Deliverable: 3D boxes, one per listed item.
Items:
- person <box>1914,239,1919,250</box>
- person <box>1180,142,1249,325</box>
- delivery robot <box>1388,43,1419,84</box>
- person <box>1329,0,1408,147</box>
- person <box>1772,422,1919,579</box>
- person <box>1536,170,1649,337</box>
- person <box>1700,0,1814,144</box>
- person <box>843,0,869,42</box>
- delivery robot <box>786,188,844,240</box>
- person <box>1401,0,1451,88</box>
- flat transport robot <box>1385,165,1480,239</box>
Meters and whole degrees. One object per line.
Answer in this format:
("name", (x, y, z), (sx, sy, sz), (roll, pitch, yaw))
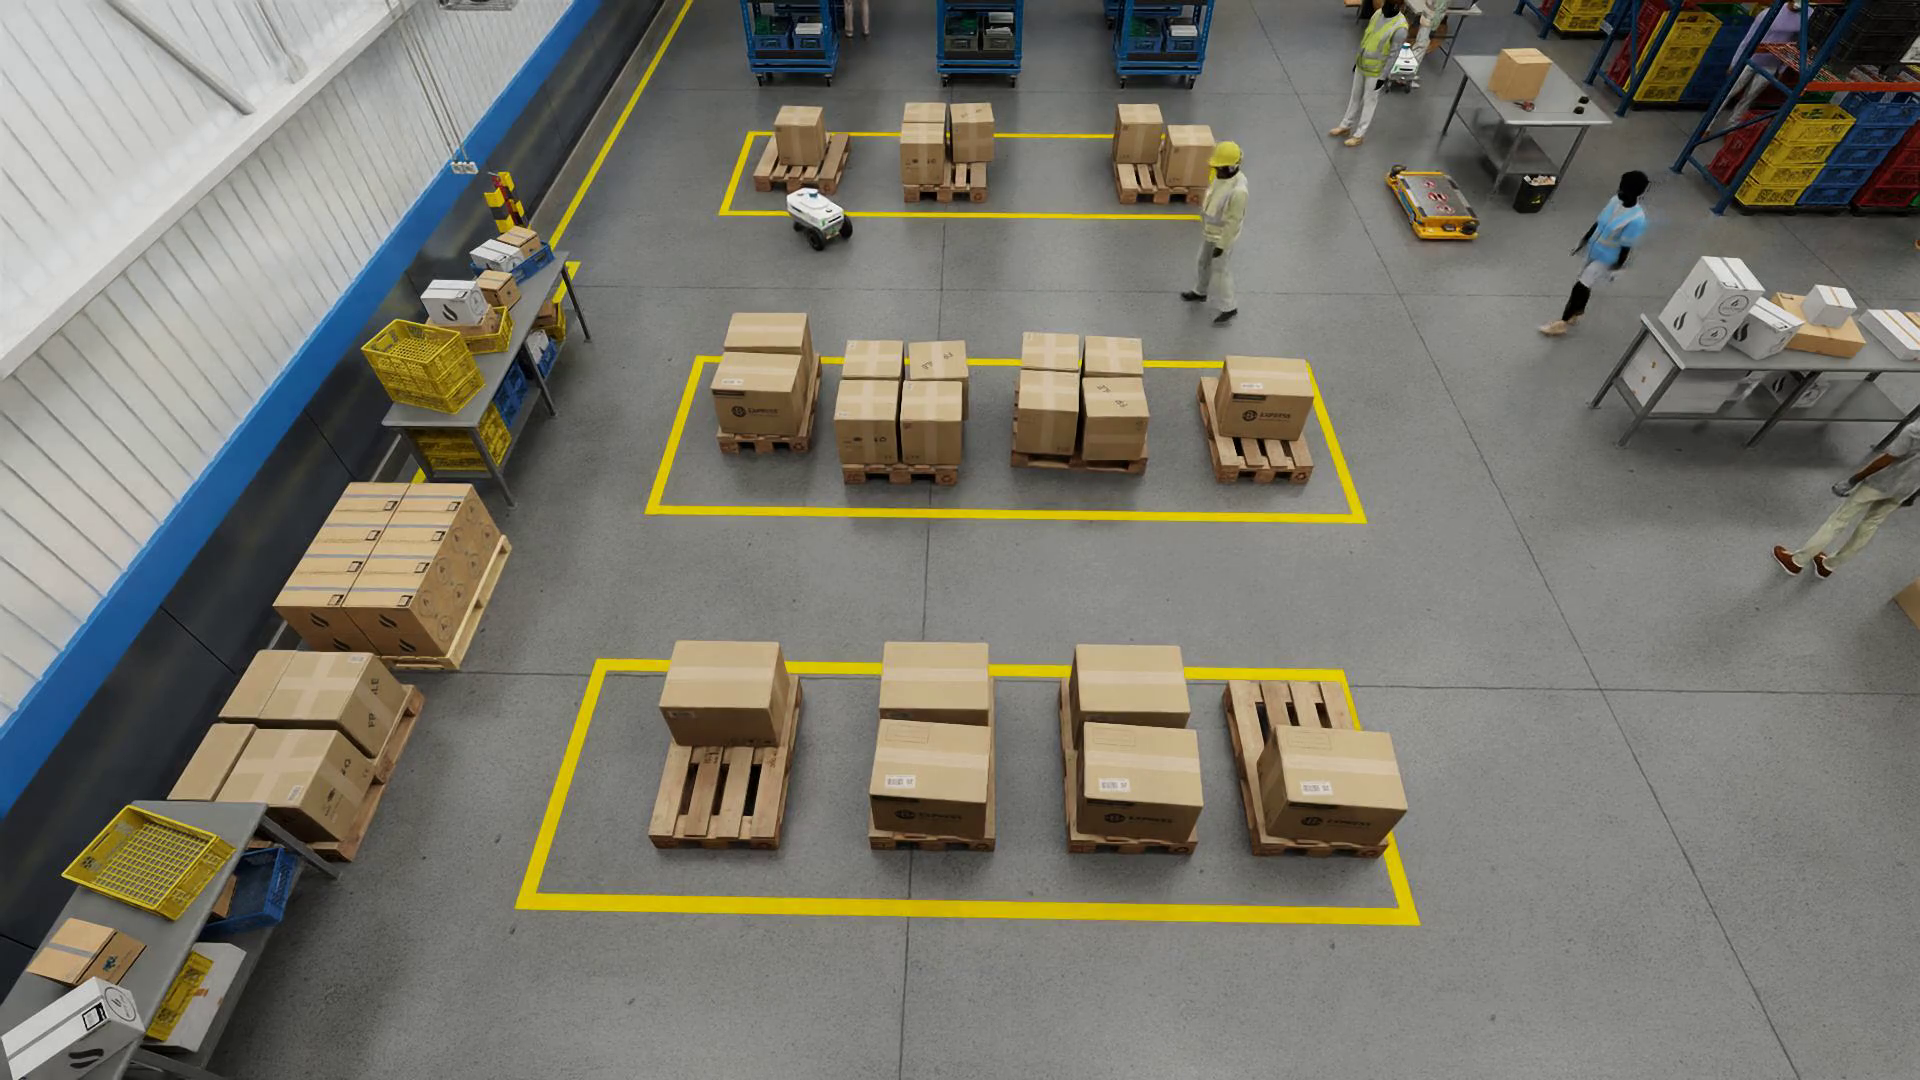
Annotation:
("person", (11.244, -3.934, 9.860), (0.572, 1.886, 0.356), (10, 50, 8))
("person", (2.637, -3.066, 9.164), (0.540, 1.806, 0.762), (-6, 49, -5))
("delivery robot", (6.373, -6.919, 13.258), (0.477, 0.478, 0.707), (4, 49, 4))
("person", (5.240, -6.008, 11.683), (0.429, 1.846, 0.627), (-15, 51, -13))
("person", (6.878, -0.408, 6.817), (0.520, 1.873, 0.328), (11, 50, 9))
("person", (6.232, -2.784, 9.008), (0.619, 1.658, 0.592), (0, 49, 0))
("person", (10.161, -6.049, 11.663), (0.636, 1.934, 0.374), (15, 51, 12))
("person", (-1.607, -8.667, 13.900), (0.622, 1.979, 0.409), (-18, 52, -15))
("delivery robot", (-1.669, -3.794, 10.553), (0.707, 0.478, 0.477), (36, 58, 27))
("person", (6.633, -7.277, 12.921), (0.317, 1.630, 0.526), (11, 50, 9))
("flat transport robot", (5.692, -4.094, 11.059), (0.652, 0.197, 1.431), (1, 49, 1))
